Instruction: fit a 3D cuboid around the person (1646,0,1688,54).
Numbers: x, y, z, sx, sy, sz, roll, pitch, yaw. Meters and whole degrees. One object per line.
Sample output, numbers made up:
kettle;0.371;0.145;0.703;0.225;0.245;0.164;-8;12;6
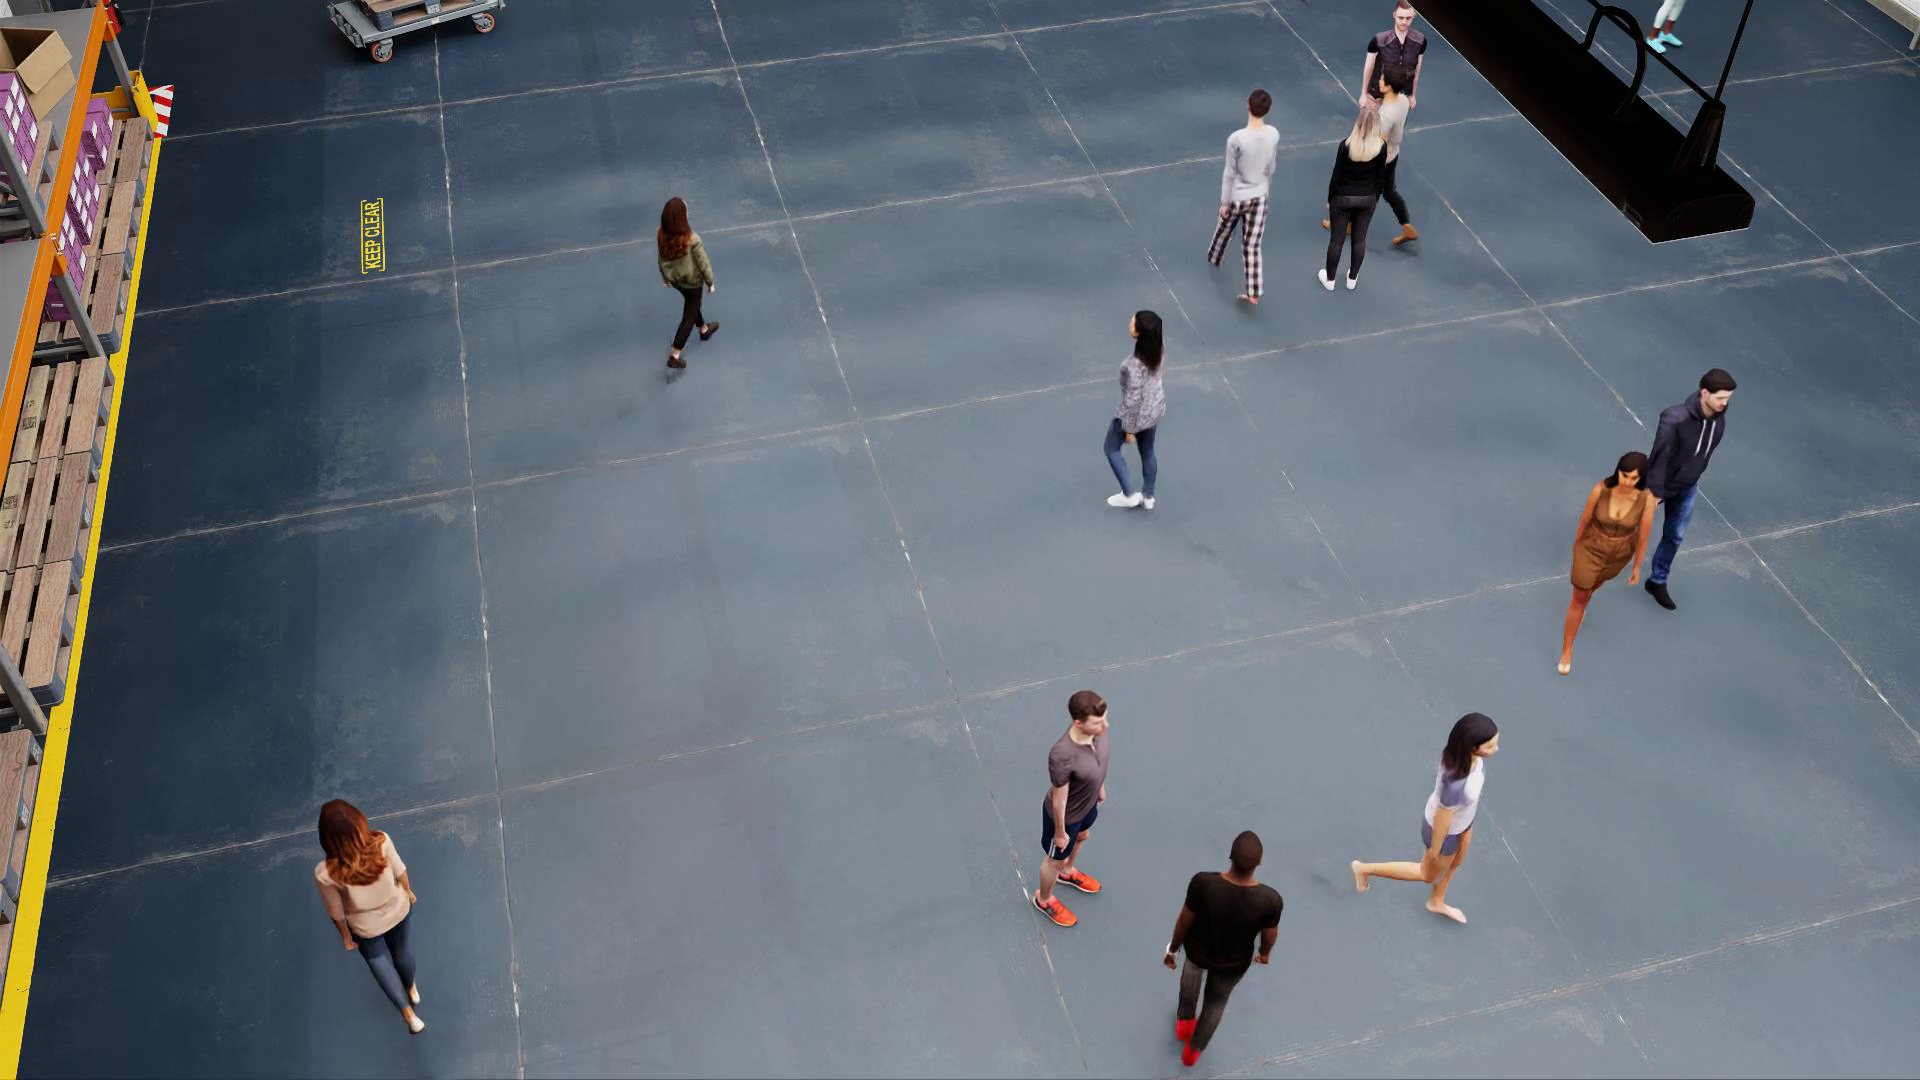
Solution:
person;7.447;-5.870;17.084;0.647;1.719;0.646;-30;51;-28

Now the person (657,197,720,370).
person;-2.219;-2.027;13.247;0.992;1.447;1.067;21;47;20

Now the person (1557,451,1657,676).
person;4.249;0.036;10.939;0.935;1.643;1.122;12;45;12

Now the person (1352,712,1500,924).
person;2.645;1.548;9.299;0.987;1.717;0.962;17;46;17

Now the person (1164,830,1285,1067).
person;1.312;2.193;8.569;0.816;1.789;0.841;13;45;13

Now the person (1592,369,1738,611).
person;4.746;-0.460;11.303;0.658;1.859;1.177;-11;45;-12

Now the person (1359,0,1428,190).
person;3.882;-4.042;15.076;0.733;1.842;0.667;-1;44;-2

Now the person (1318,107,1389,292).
person;3.296;-2.840;13.927;0.662;1.687;0.621;0;44;0

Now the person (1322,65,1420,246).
person;3.720;-3.290;14.395;1.178;1.692;1.015;31;52;28

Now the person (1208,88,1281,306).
person;2.417;-2.789;13.795;0.647;1.794;1.161;-11;45;-11

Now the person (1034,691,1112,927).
person;0.625;1.466;9.289;0.757;1.848;0.716;25;49;24

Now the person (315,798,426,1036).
person;-3.036;2.021;8.757;0.757;1.779;0.915;-26;49;-24

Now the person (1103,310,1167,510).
person;1.355;-0.875;11.842;0.768;1.717;0.730;31;51;28
